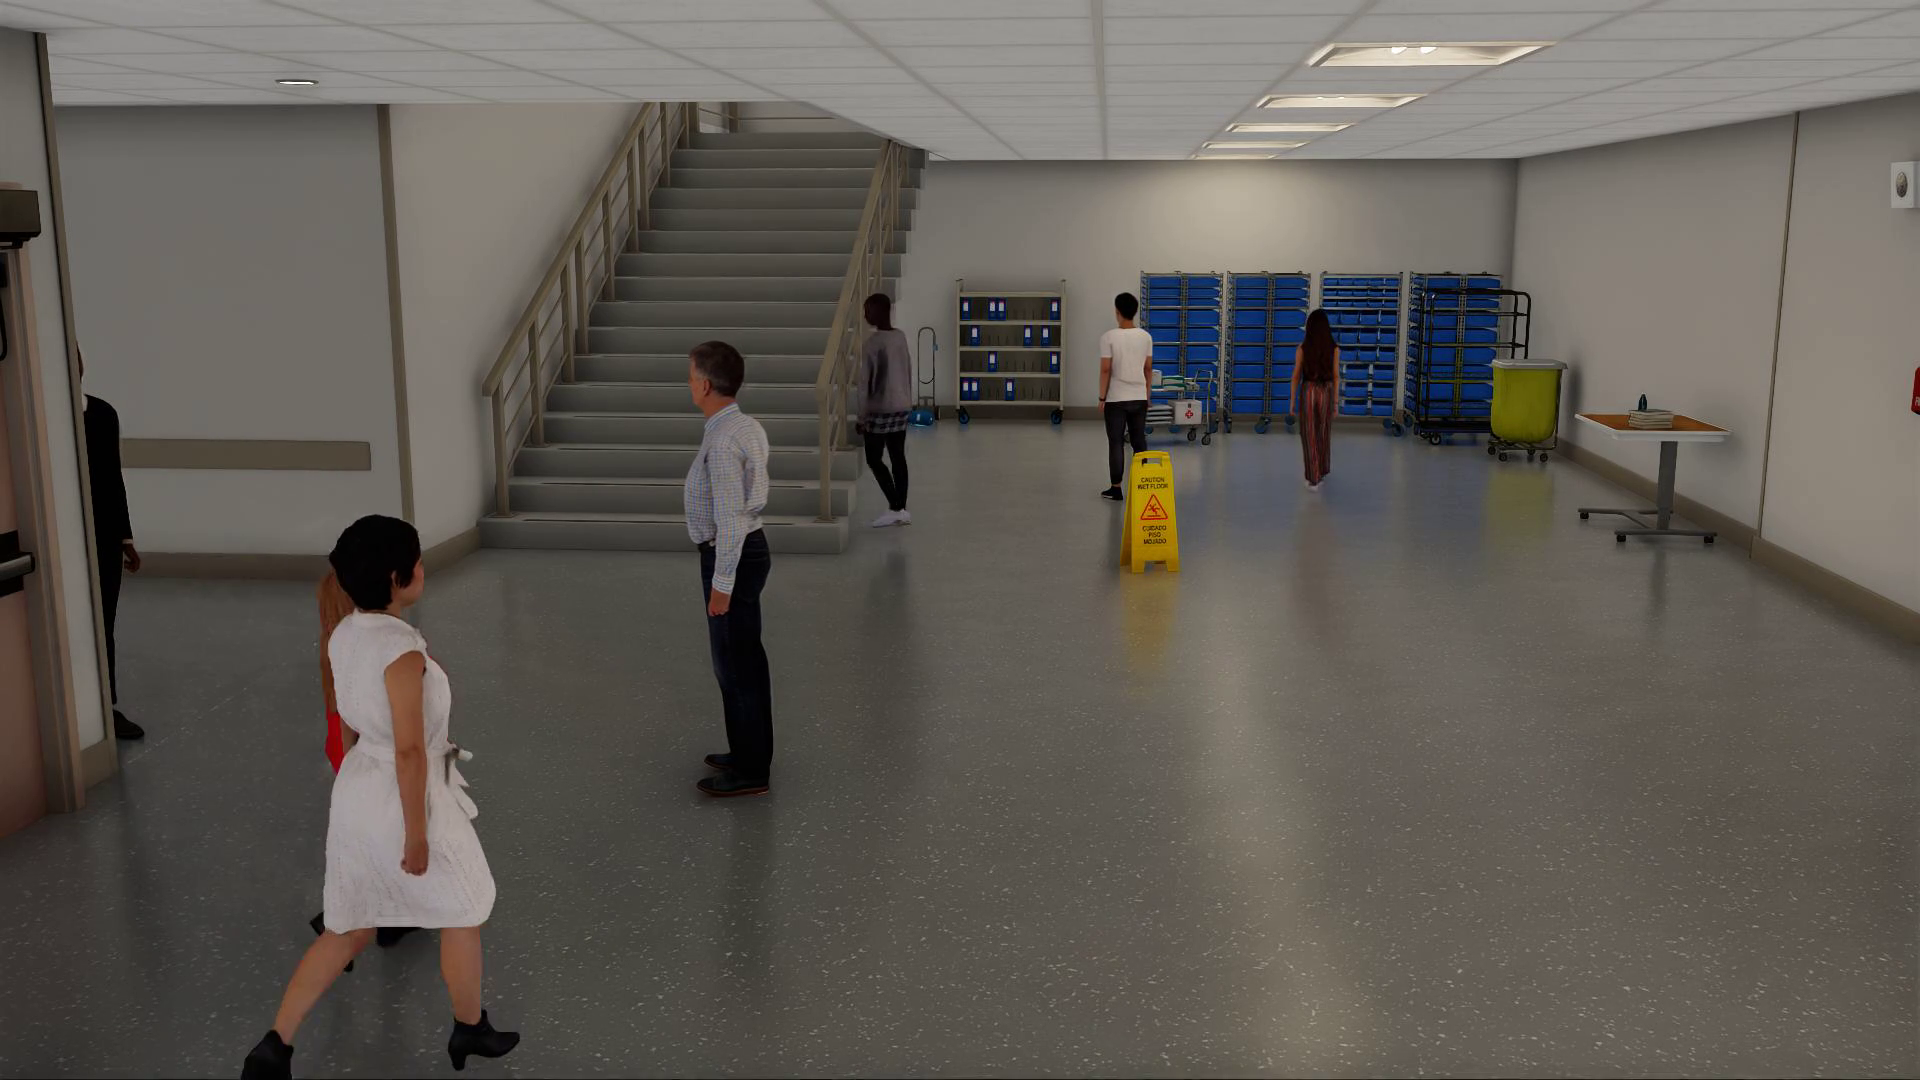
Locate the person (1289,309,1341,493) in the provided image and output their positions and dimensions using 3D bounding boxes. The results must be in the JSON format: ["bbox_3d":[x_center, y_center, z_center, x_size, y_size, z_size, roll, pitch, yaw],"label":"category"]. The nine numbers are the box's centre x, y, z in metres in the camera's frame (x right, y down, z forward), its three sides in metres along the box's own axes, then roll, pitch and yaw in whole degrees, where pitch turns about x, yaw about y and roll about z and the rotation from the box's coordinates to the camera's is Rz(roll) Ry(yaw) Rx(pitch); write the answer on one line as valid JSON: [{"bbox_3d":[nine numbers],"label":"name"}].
[{"bbox_3d":[3.051,-1.195,14.233,0.572,1.556,0.779,1,11,3],"label":"person"}]

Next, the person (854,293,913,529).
[{"bbox_3d":[-0.534,-0.954,12.430,0.776,1.754,0.872,-8,13,-36],"label":"person"}]

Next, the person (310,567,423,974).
[{"bbox_3d":[-1.830,0.686,5.083,0.655,1.272,0.852,5,12,24],"label":"person"}]

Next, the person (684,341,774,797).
[{"bbox_3d":[-0.914,0.107,6.670,0.711,1.817,0.493,0,11,1],"label":"person"}]

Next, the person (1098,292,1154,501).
[{"bbox_3d":[1.378,-1.203,13.827,0.695,1.722,0.668,-3,11,-17],"label":"person"}]

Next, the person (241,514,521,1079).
[{"bbox_3d":[-1.499,0.723,4.203,0.892,1.528,1.050,9,14,38],"label":"person"}]
